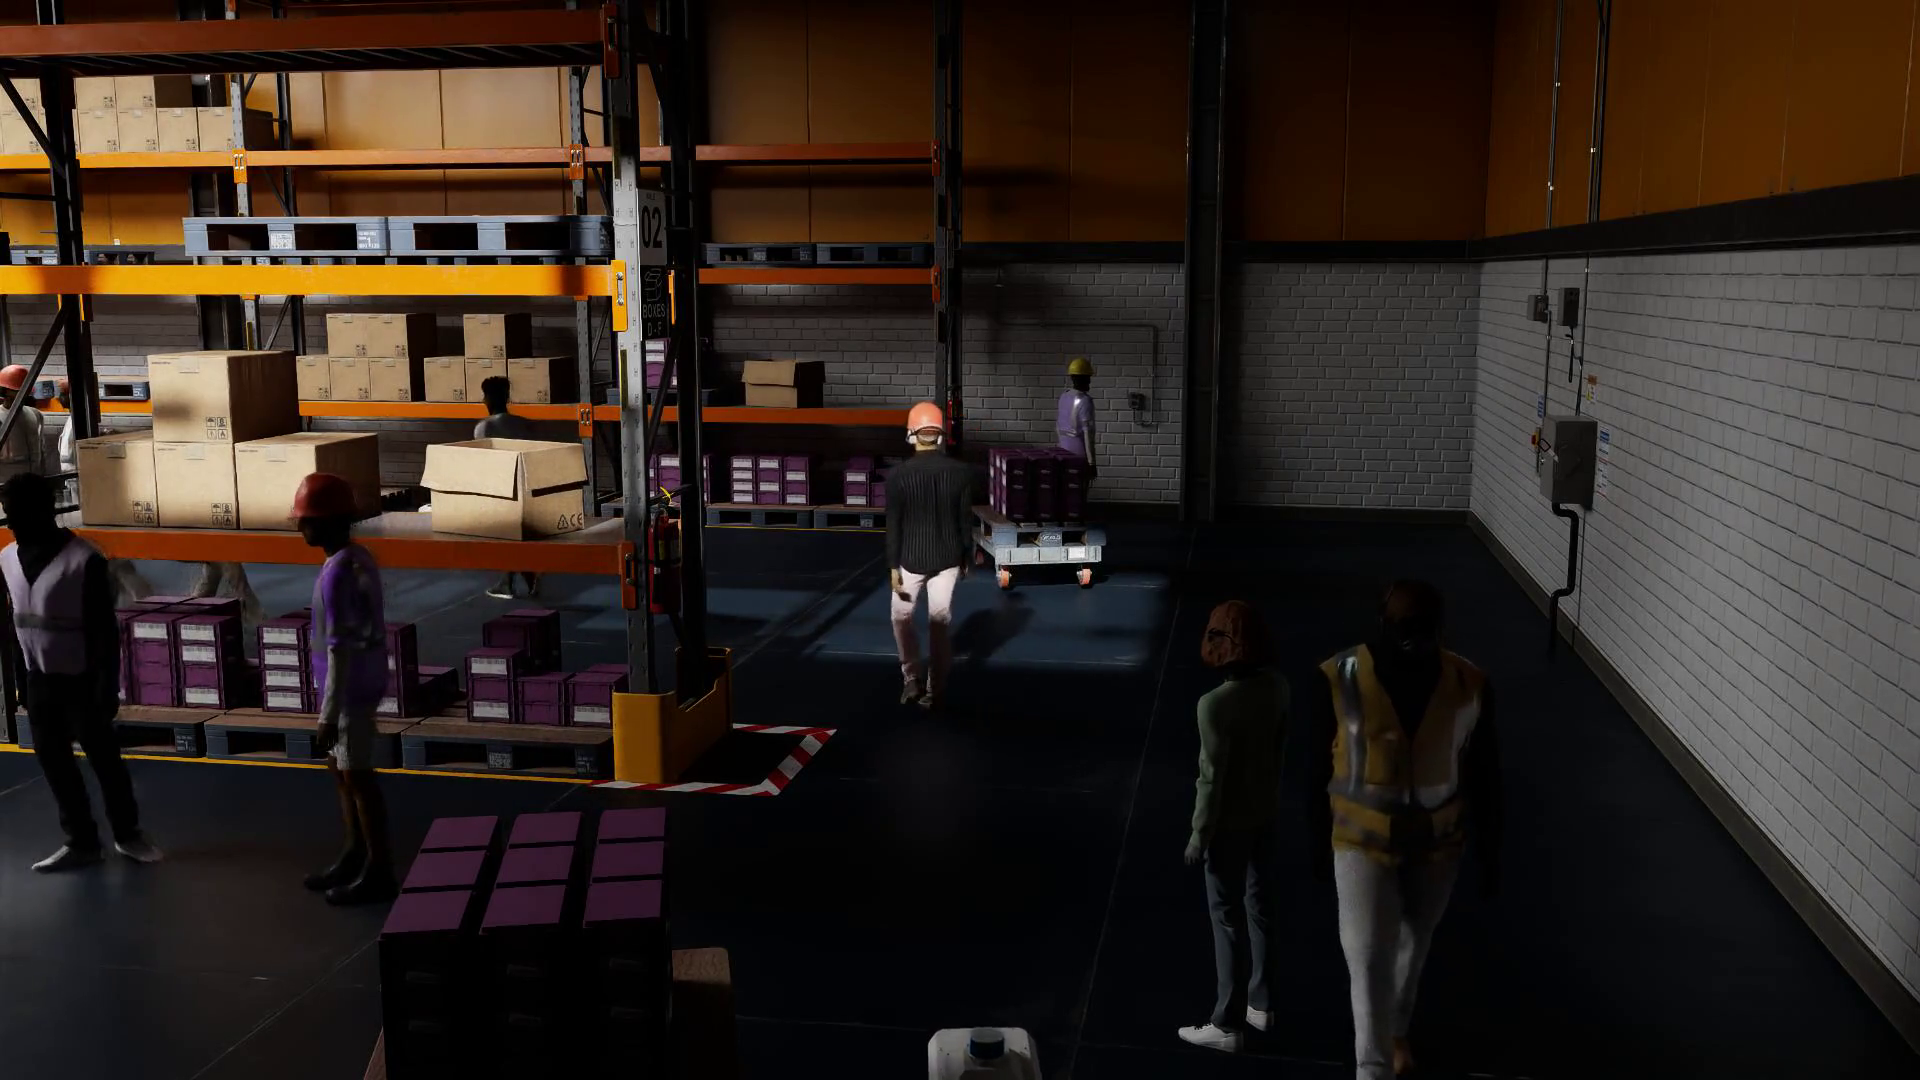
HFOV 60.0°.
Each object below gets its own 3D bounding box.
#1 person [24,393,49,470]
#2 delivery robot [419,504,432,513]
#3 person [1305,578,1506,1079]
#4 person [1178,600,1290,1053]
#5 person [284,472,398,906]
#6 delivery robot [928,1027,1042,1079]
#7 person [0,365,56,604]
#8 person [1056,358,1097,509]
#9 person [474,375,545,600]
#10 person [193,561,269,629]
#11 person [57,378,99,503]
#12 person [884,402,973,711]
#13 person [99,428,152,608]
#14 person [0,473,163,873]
[{"bbox_3d":[-8.457,-0.531,15.009,0.638,1.841,0.429,8,12,41],"label":"person"},{"bbox_3d":[-5.123,-0.249,16.936,0.707,0.478,0.477,0,9,-1],"label":"delivery robot"},{"bbox_3d":[1.484,1.019,5.532,0.636,1.796,0.866,0,9,2],"label":"person"},{"bbox_3d":[0.993,1.023,5.998,0.284,1.633,0.497,8,12,42],"label":"person"},{"bbox_3d":[-2.736,0.663,7.310,0.433,1.934,0.559,-2,9,-13],"label":"person"},{"bbox_3d":[0.079,1.688,4.918,0.477,0.478,0.707,0,9,-2],"label":"delivery robot"},{"bbox_3d":[-7.805,-0.438,13.823,0.390,2.034,0.605,3,10,20],"label":"person"},{"bbox_3d":[1.185,-0.863,16.898,0.421,1.943,0.616,-5,10,-28],"label":"person"},{"bbox_3d":[-3.785,-0.421,14.036,0.767,1.937,0.602,6,11,34],"label":"person"},{"bbox_3d":[-5.431,0.010,12.386,0.870,1.587,0.532,-1,9,-9],"label":"person"},{"bbox_3d":[-7.687,-0.481,14.555,0.355,1.884,0.575,-7,12,-38],"label":"person"},{"bbox_3d":[-0.202,0.110,10.587,0.625,1.977,0.436,-3,10,-17],"label":"person"},{"bbox_3d":[-6.551,-0.081,12.962,0.881,1.596,0.514,3,10,17],"label":"person"},{"bbox_3d":[-4.105,0.620,7.744,0.632,1.894,0.491,3,10,16],"label":"person"}]
